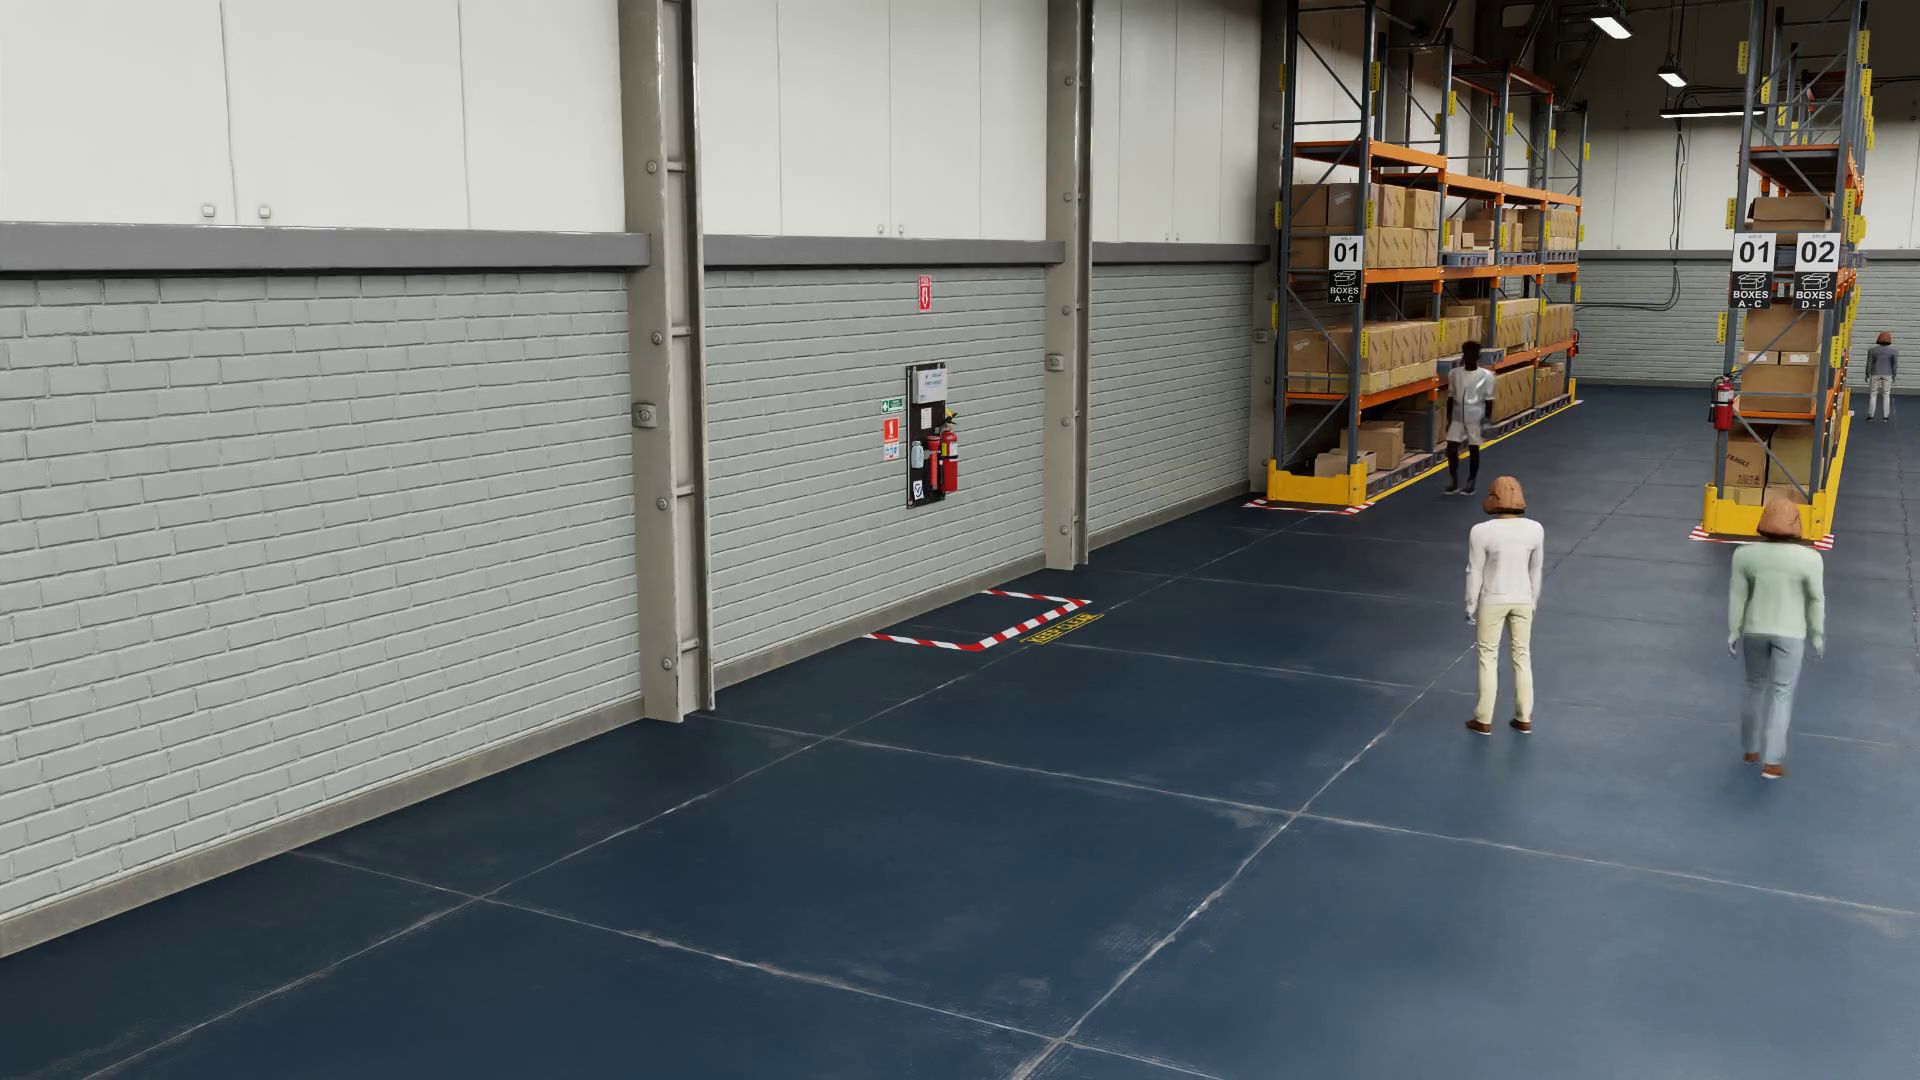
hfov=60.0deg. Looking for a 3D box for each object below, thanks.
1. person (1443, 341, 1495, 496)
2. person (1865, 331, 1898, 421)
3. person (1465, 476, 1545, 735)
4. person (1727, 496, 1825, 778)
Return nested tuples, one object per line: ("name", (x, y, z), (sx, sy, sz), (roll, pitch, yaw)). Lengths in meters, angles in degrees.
("person", (6.281, -1.501, 20.692), (0.643, 1.943, 0.690), (8, 12, 38))
("person", (16.720, -2.960, 30.199), (0.510, 1.641, 0.313), (4, 11, 23))
("person", (3.417, 0.411, 10.457), (0.501, 1.624, 0.293), (-1, 10, -8))
("person", (4.722, 0.555, 9.649), (0.502, 1.640, 0.409), (9, 13, 44))
